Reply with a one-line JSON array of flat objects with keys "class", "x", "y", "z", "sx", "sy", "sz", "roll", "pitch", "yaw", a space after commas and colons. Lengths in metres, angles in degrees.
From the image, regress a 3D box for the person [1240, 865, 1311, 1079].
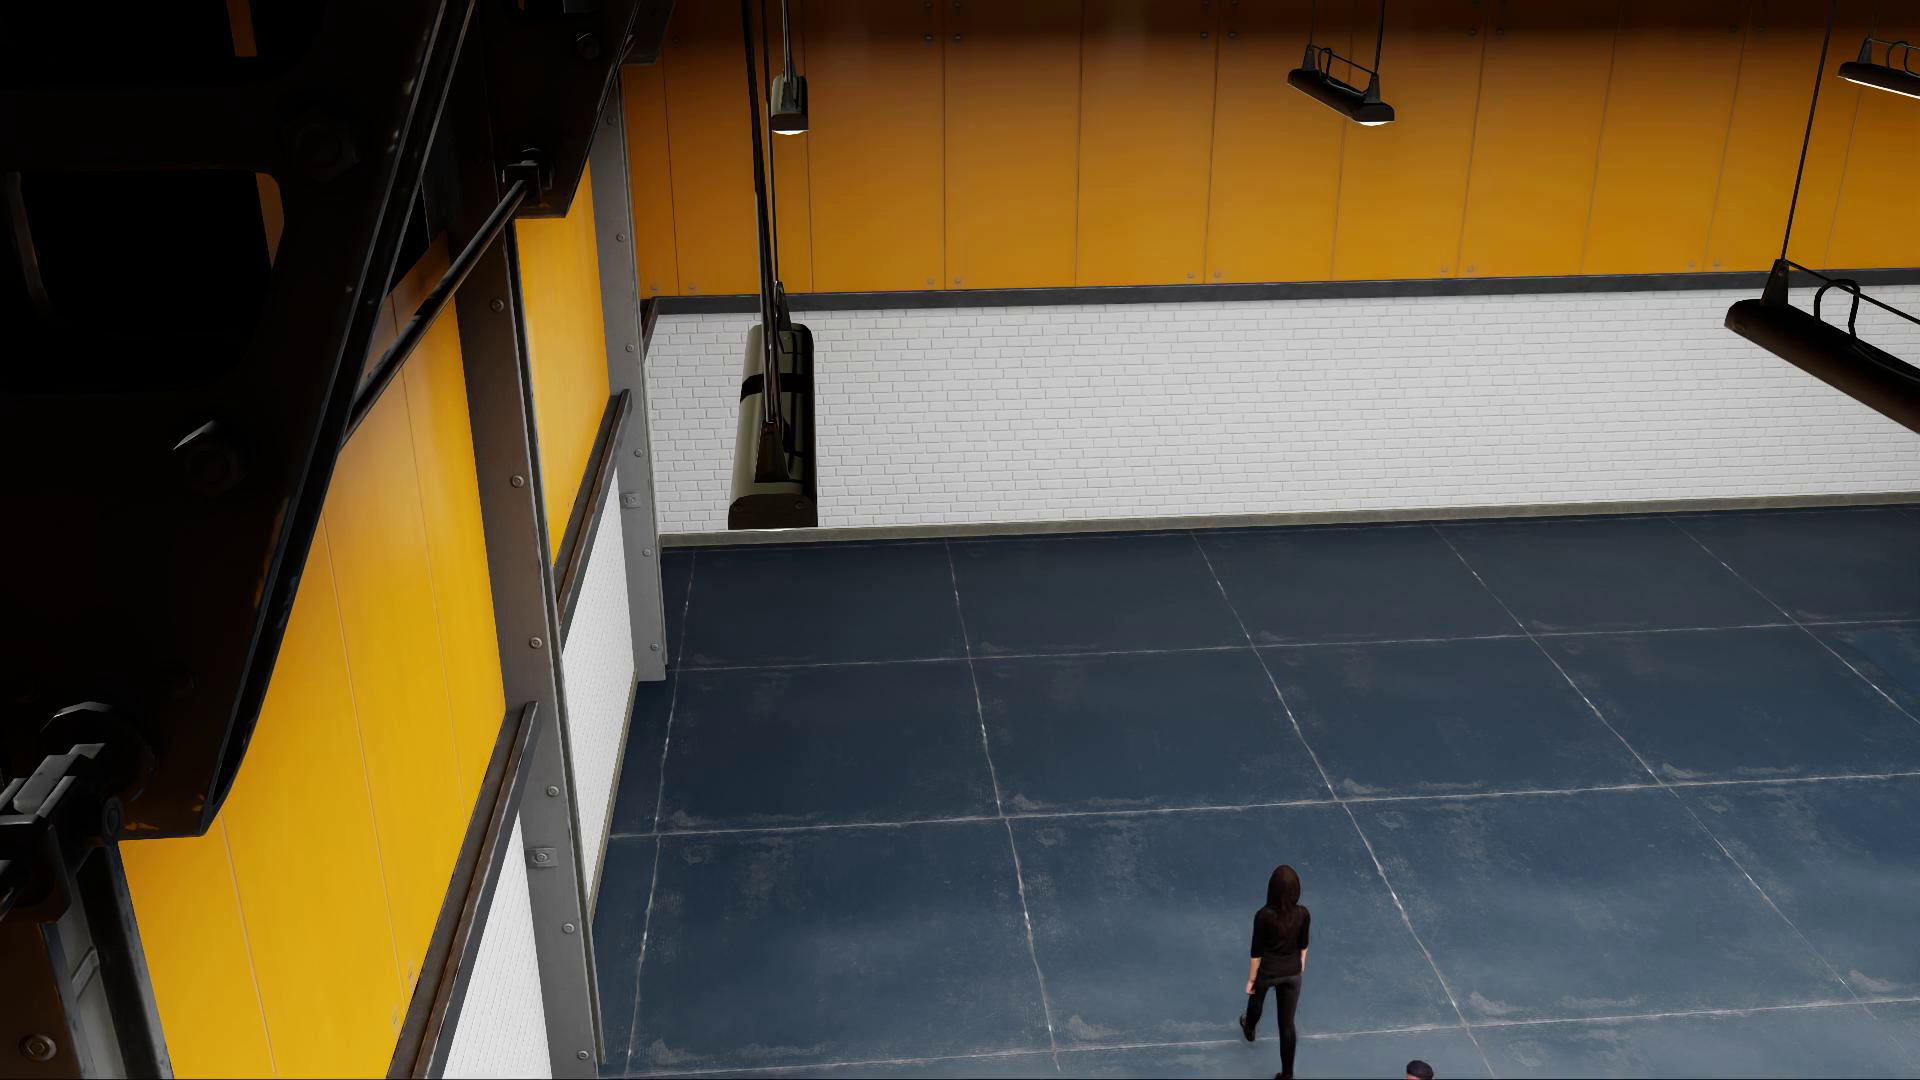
[{"class": "person", "x": 2.169, "y": 2.990, "z": 11.217, "sx": 0.598, "sy": 1.598, "sz": 1.035, "roll": -2, "pitch": 24, "yaw": -4}]
